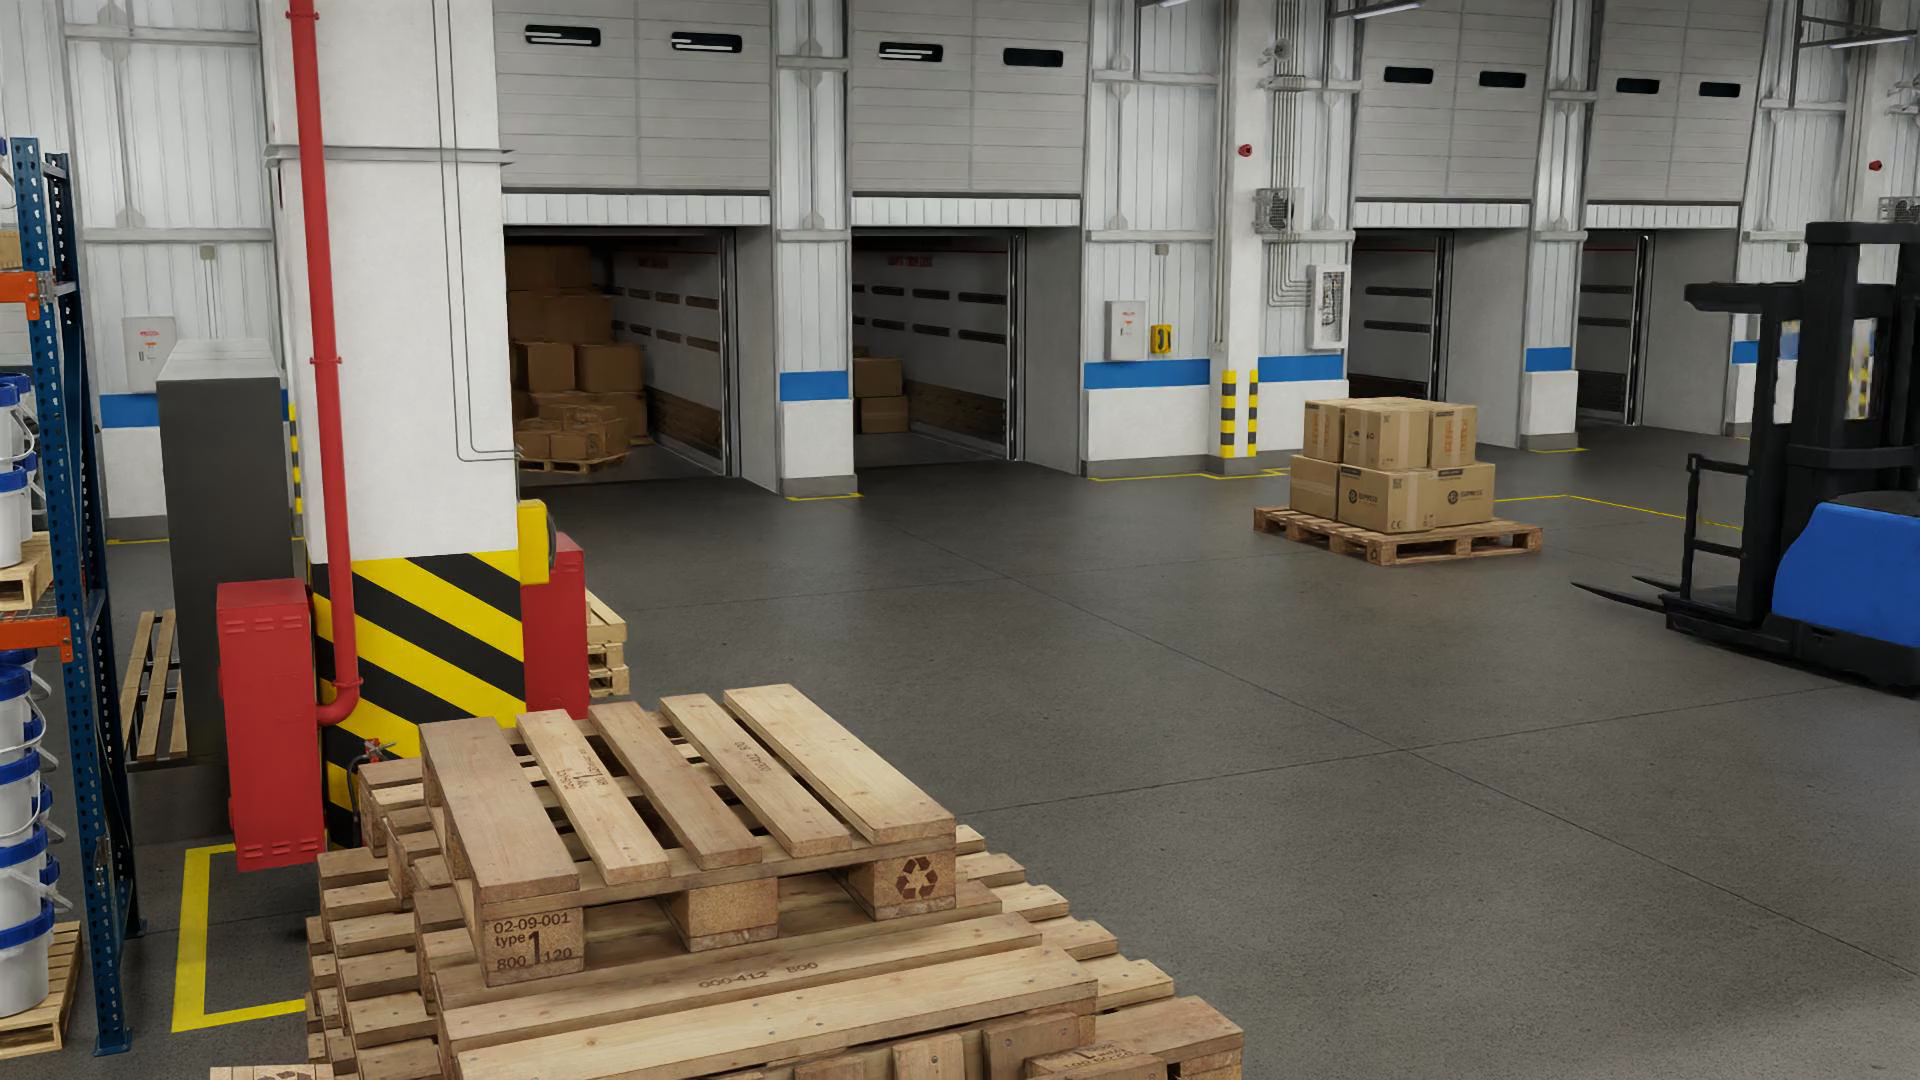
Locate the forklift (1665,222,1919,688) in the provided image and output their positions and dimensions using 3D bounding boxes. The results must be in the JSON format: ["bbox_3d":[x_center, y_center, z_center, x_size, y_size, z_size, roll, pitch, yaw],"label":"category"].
[{"bbox_3d":[5.764,-0.627,10.642,1.129,2.768,1.873,-4,11,-23],"label":"forklift"}]
